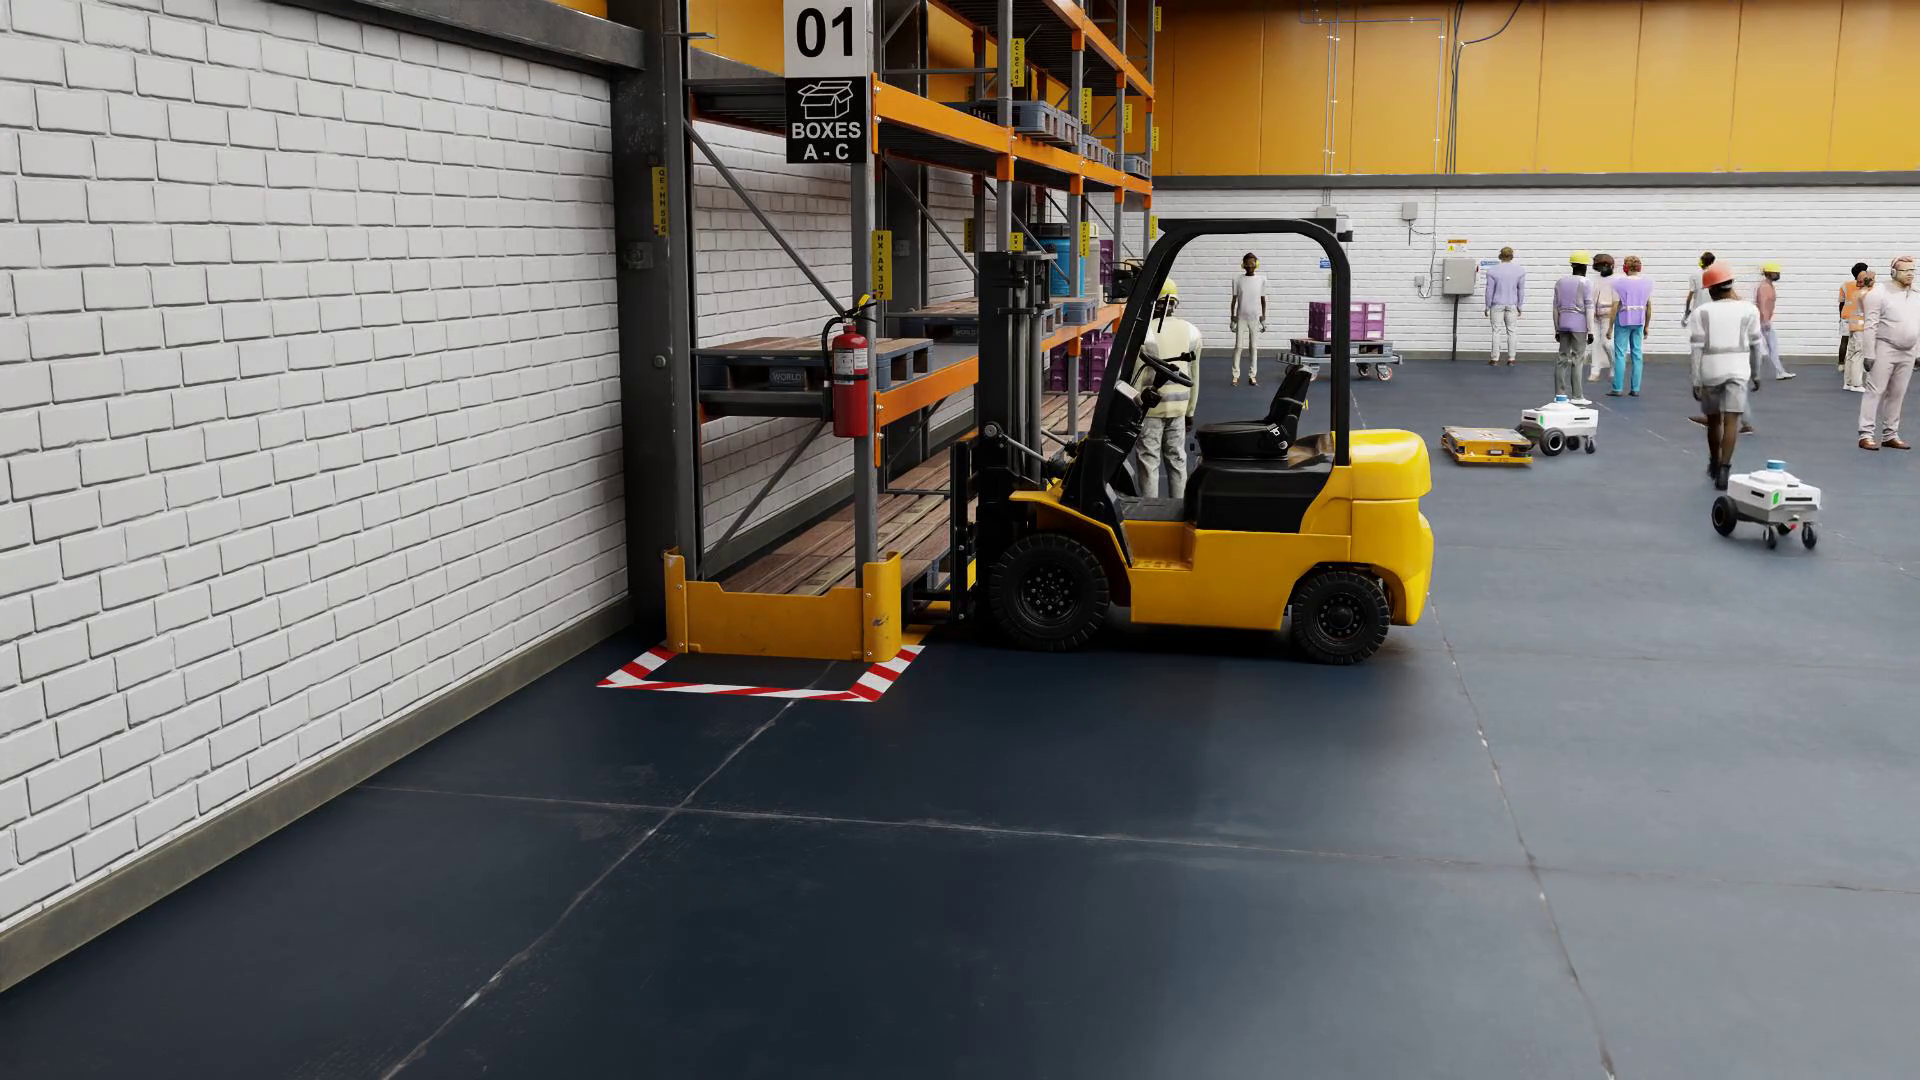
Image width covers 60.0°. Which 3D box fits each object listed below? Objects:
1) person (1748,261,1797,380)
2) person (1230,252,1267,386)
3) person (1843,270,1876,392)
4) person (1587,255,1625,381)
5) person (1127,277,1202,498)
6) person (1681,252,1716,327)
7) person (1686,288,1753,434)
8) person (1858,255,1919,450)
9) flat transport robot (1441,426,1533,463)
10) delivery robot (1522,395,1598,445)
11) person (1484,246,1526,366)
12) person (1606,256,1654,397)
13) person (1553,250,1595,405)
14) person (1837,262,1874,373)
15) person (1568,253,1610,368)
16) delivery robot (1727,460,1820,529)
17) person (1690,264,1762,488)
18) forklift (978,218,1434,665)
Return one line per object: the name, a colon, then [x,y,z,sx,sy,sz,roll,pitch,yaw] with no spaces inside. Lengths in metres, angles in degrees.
person: [11.729,-3.159,24.123,0.531,1.725,0.885,-9,14,-41]
person: [4.066,-3.101,23.416,0.520,1.873,0.335,1,10,5]
person: [12.174,-2.815,22.479,0.308,1.640,0.511,2,10,9]
person: [9.325,-3.207,24.110,0.461,1.832,0.636,-10,14,-42]
person: [1.367,-0.901,11.455,0.600,1.832,0.404,-5,12,-28]
person: [11.354,-3.452,25.434,0.547,1.862,0.462,1,10,7]
person: [8.209,-1.935,17.794,0.560,1.576,0.838,-6,12,-30]
person: [9.191,-1.831,16.354,0.646,1.907,0.401,-2,11,-12]
flat transport robot: [4.989,-0.912,15.802,0.652,0.197,1.431,2,11,9]
delivery robot: [5.817,-1.160,16.123,0.707,0.478,0.477,-3,11,-19]
person: [8.829,-3.791,27.010,0.629,1.940,0.378,1,10,4]
person: [8.771,-2.792,21.789,0.570,1.842,0.380,-1,10,-7]
person: [7.685,-2.654,20.804,0.369,1.928,0.586,-6,12,-30]
person: [13.793,-3.417,25.622,0.319,1.697,0.532,-7,13,-35]
person: [10.125,-3.672,26.693,0.781,1.819,0.634,4,11,21]
delivery robot: [5.590,-0.306,11.440,0.477,0.478,0.707,0,10,-1]
person: [6.464,-1.395,14.088,0.569,1.866,1.035,5,11,25]
forklift: [1.285,-0.567,8.635,2.313,2.155,1.214,2,11,11]
